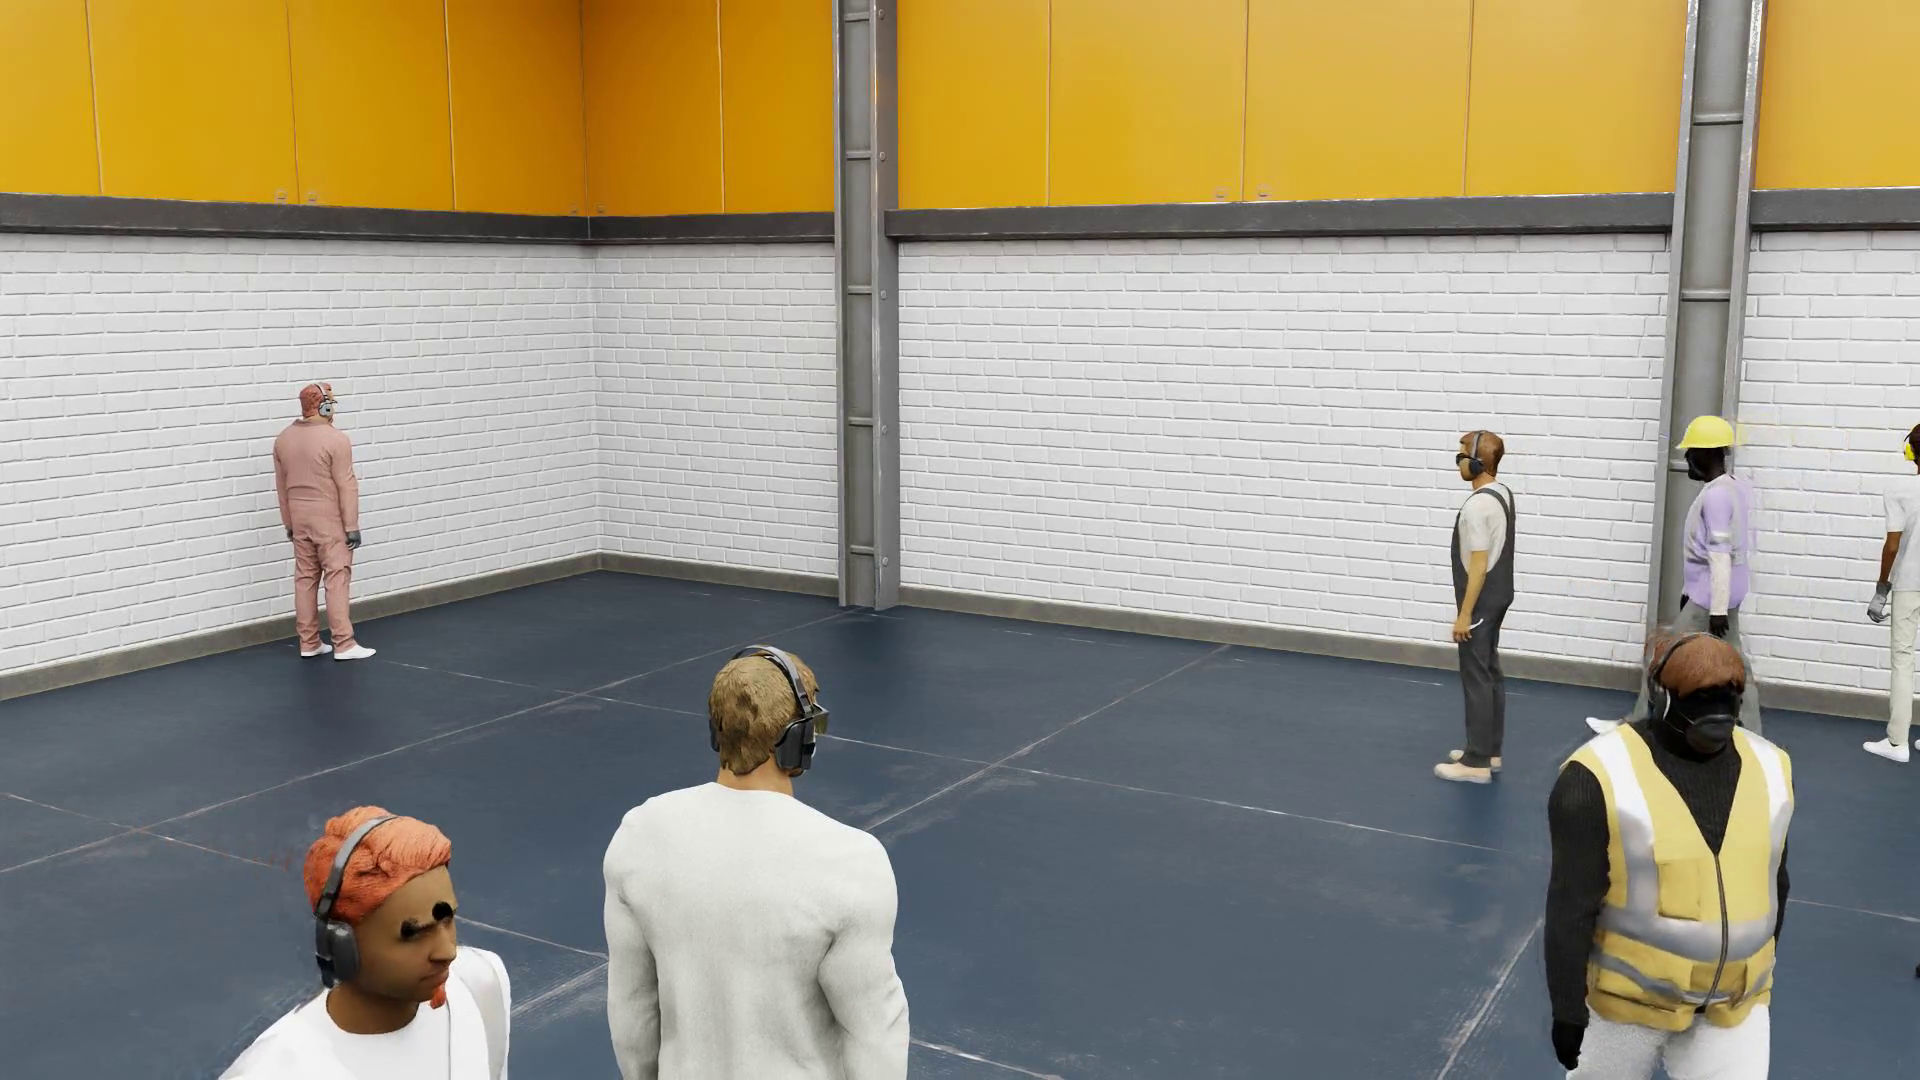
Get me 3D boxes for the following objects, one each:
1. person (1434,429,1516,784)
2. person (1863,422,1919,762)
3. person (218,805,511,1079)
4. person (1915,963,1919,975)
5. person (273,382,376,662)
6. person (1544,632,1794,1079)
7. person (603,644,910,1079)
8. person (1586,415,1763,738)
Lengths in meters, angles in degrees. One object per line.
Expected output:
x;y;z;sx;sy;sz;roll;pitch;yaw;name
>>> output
2.708;0.344;8.682;0.327;1.843;0.515;6;11;33;person
5.201;0.282;9.034;0.514;1.859;0.332;0;9;-2;person
-0.799;1.316;2.556;0.765;1.857;0.616;5;10;29;person
3.811;0.734;5.973;0.376;1.934;0.547;-3;10;-17;person
-4.354;-0.121;11.395;0.643;1.910;0.400;4;10;24;person
1.747;1.095;4.159;0.641;1.799;0.963;-1;9;-3;person
-0.392;1.162;3.288;0.634;1.937;0.355;4;10;23;person
3.964;0.266;9.036;0.958;1.876;0.619;6;11;31;person
